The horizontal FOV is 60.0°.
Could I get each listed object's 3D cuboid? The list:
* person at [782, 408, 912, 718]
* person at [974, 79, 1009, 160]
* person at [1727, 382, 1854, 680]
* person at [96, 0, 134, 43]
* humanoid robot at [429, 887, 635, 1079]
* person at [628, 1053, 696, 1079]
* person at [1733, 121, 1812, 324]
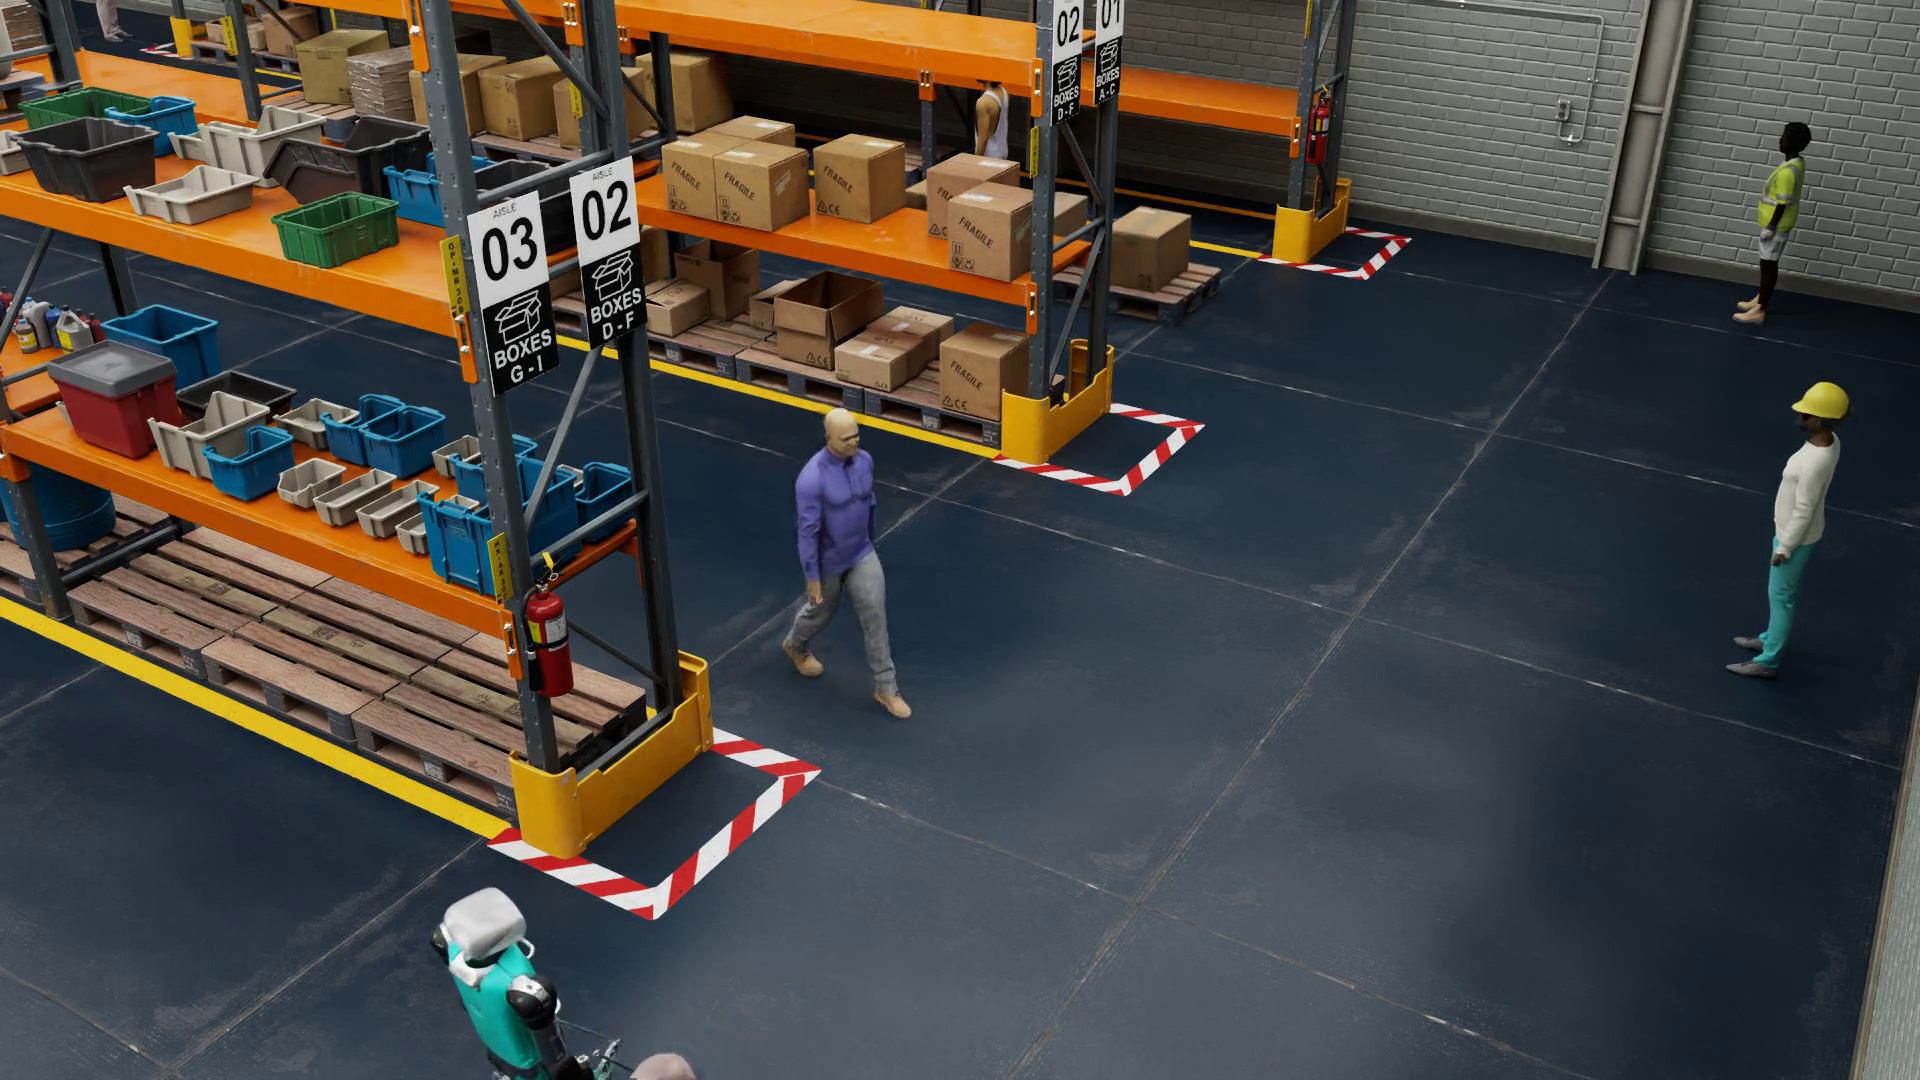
[{"bbox_3d":[-0.681,0.082,8.970,0.601,1.766,0.902,-23,37,-36],"label":"person"},{"bbox_3d":[0.248,-3.544,15.355,0.379,1.862,0.528,16,33,26],"label":"person"},{"bbox_3d":[4.586,-0.050,9.186,0.310,1.768,0.532,16,33,26],"label":"person"},{"bbox_3d":[-11.991,-7.919,23.230,0.395,1.839,0.563,1,29,1],"label":"person"},{"bbox_3d":[-1.329,1.849,5.897,0.552,1.839,0.844,22,36,34],"label":"humanoid robot"},{"bbox_3d":[-0.786,2.203,5.069,0.658,1.839,0.552,-21,35,-33],"label":"person"},{"bbox_3d":[6.822,-2.654,13.926,0.316,1.696,0.540,16,33,26],"label":"person"}]
